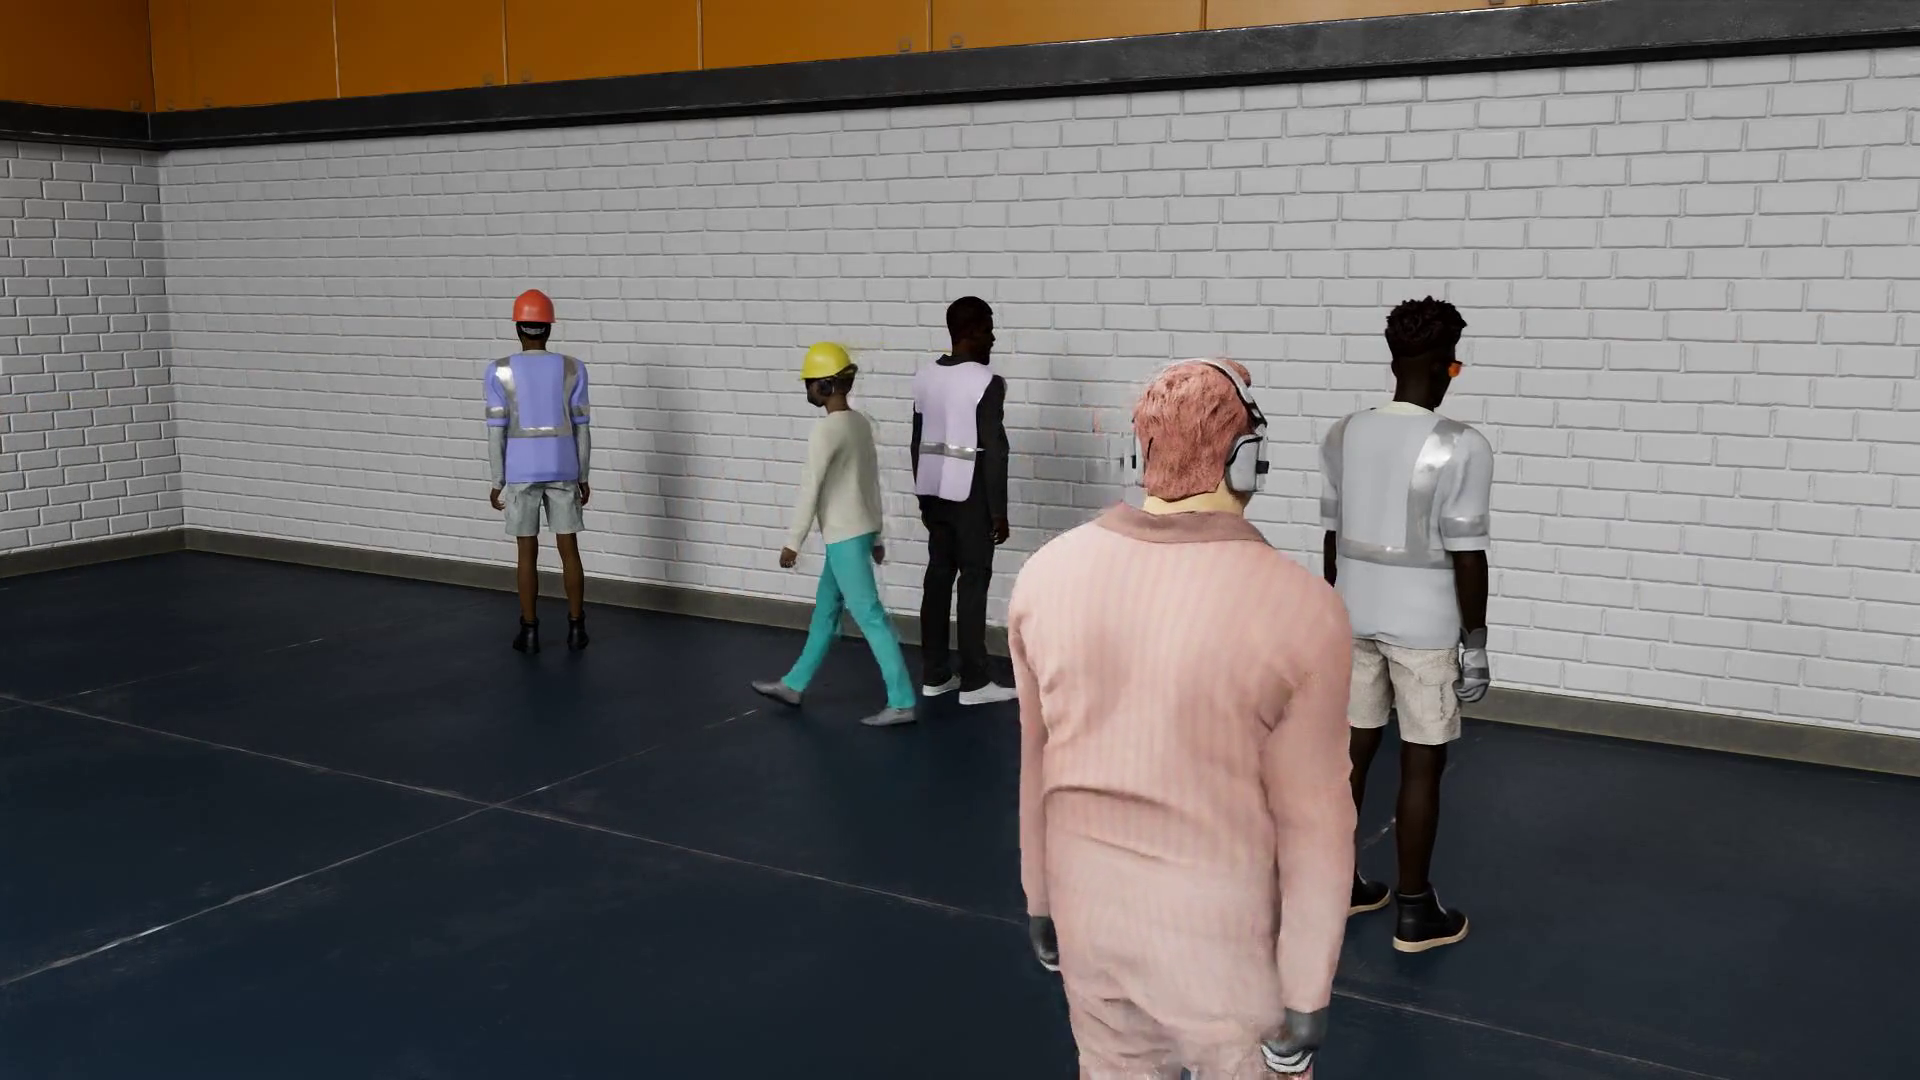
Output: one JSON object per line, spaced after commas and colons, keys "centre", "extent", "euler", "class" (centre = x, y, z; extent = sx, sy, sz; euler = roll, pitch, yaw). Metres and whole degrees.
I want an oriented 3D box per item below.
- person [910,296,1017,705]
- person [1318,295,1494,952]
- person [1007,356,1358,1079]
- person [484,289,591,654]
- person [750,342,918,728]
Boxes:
{"centre": [-0.002, -0.184, 7.856], "extent": [0.386, 1.916, 0.590], "euler": [-8, 12, -41], "class": "person"}
{"centre": [1.341, 0.249, 5.030], "extent": [0.375, 1.958, 0.606], "euler": [-7, 11, -35], "class": "person"}
{"centre": [0.343, 0.645, 2.780], "extent": [0.651, 1.892, 0.517], "euler": [7, 11, 36], "class": "person"}
{"centre": [-2.246, -0.361, 8.891], "extent": [0.546, 1.939, 0.375], "euler": [-3, 10, -20], "class": "person"}
{"centre": [-0.569, -0.017, 7.455], "extent": [0.894, 1.715, 0.533], "euler": [3, 9, 16], "class": "person"}
